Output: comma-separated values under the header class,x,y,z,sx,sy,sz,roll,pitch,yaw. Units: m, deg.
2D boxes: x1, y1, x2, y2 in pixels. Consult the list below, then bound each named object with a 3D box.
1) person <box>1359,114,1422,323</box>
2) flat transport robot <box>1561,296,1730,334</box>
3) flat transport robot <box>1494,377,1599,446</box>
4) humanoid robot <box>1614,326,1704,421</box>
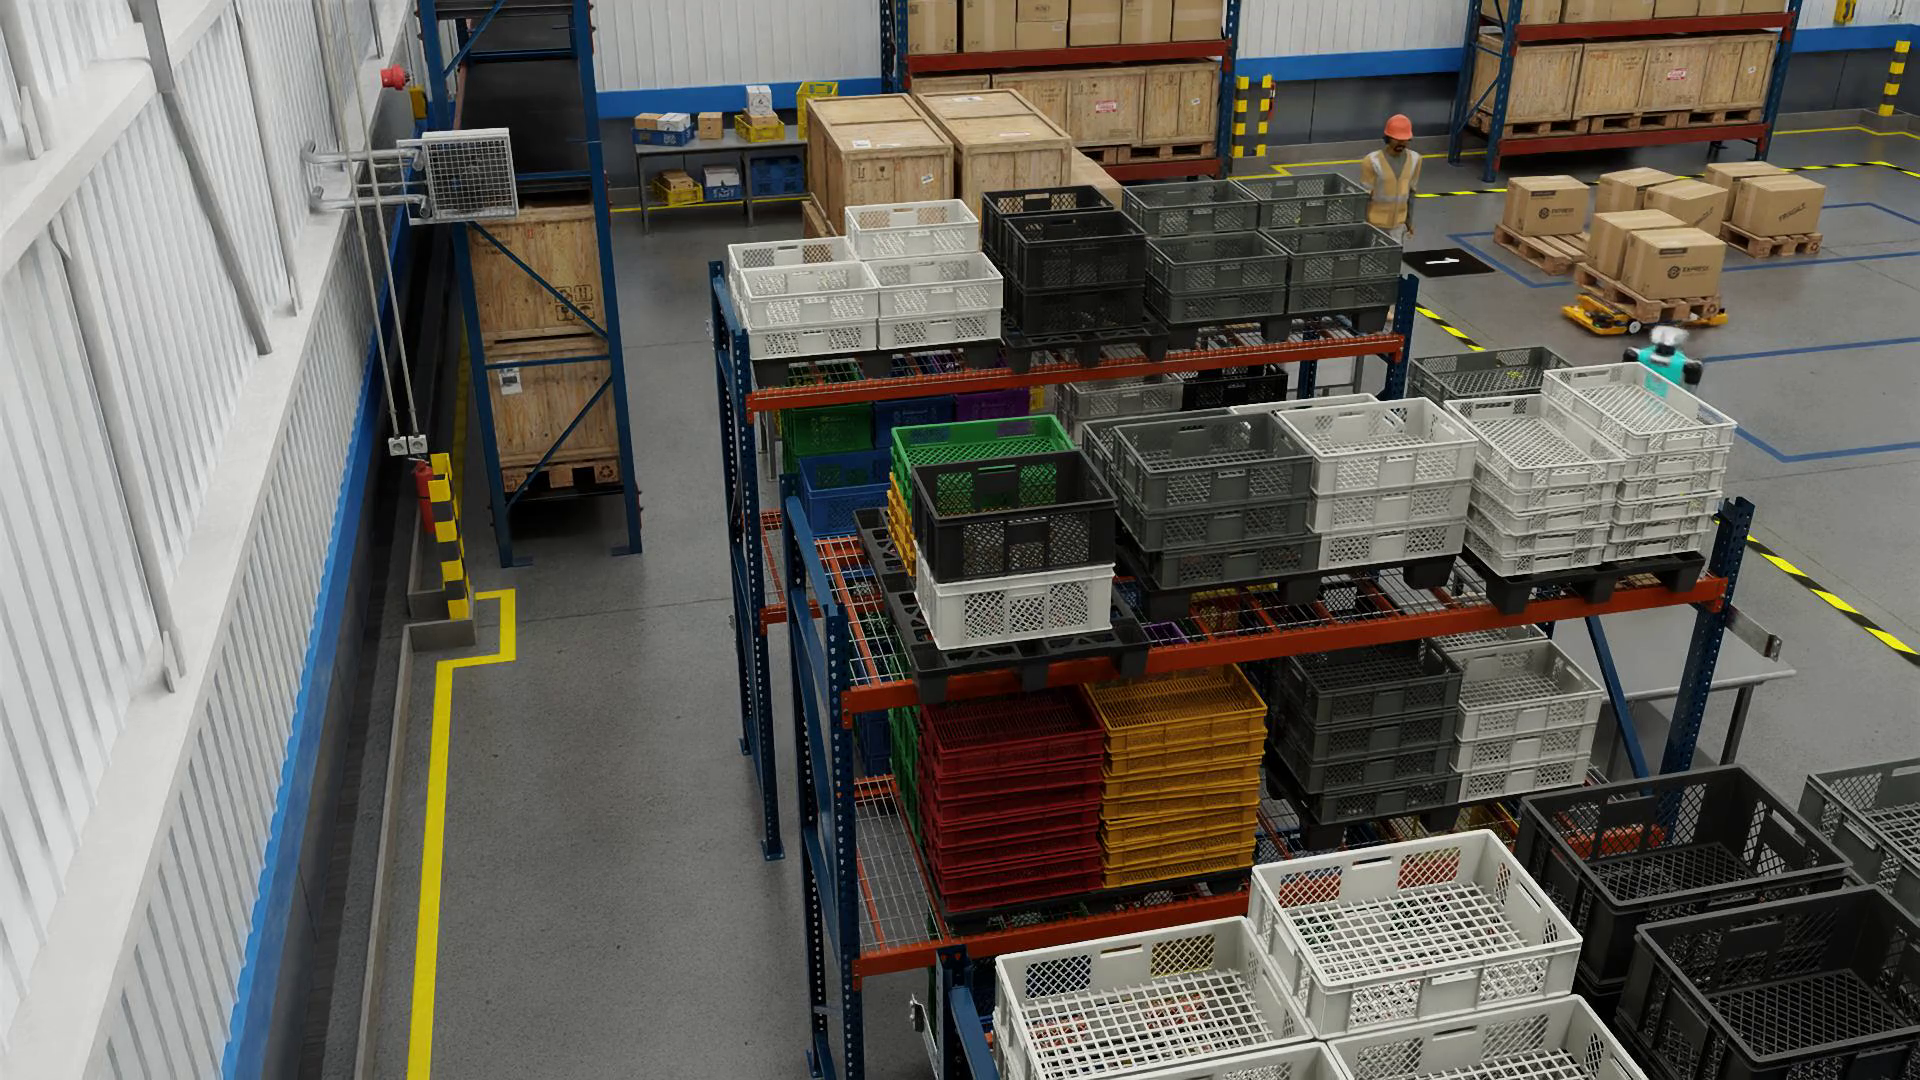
class,x,y,z,sx,sy,sz,roll,pitch,yaw
person,4.101,-3.065,15.962,0.608,2.042,0.394,-7,29,-12
flat transport robot,6.733,-2.271,16.325,1.431,0.197,0.652,-6,28,-12
flat transport robot,4.780,-1.036,14.013,0.659,0.231,1.431,-6,28,-12
humanoid robot,5.041,-0.789,12.040,0.534,1.774,1.037,17,32,29
